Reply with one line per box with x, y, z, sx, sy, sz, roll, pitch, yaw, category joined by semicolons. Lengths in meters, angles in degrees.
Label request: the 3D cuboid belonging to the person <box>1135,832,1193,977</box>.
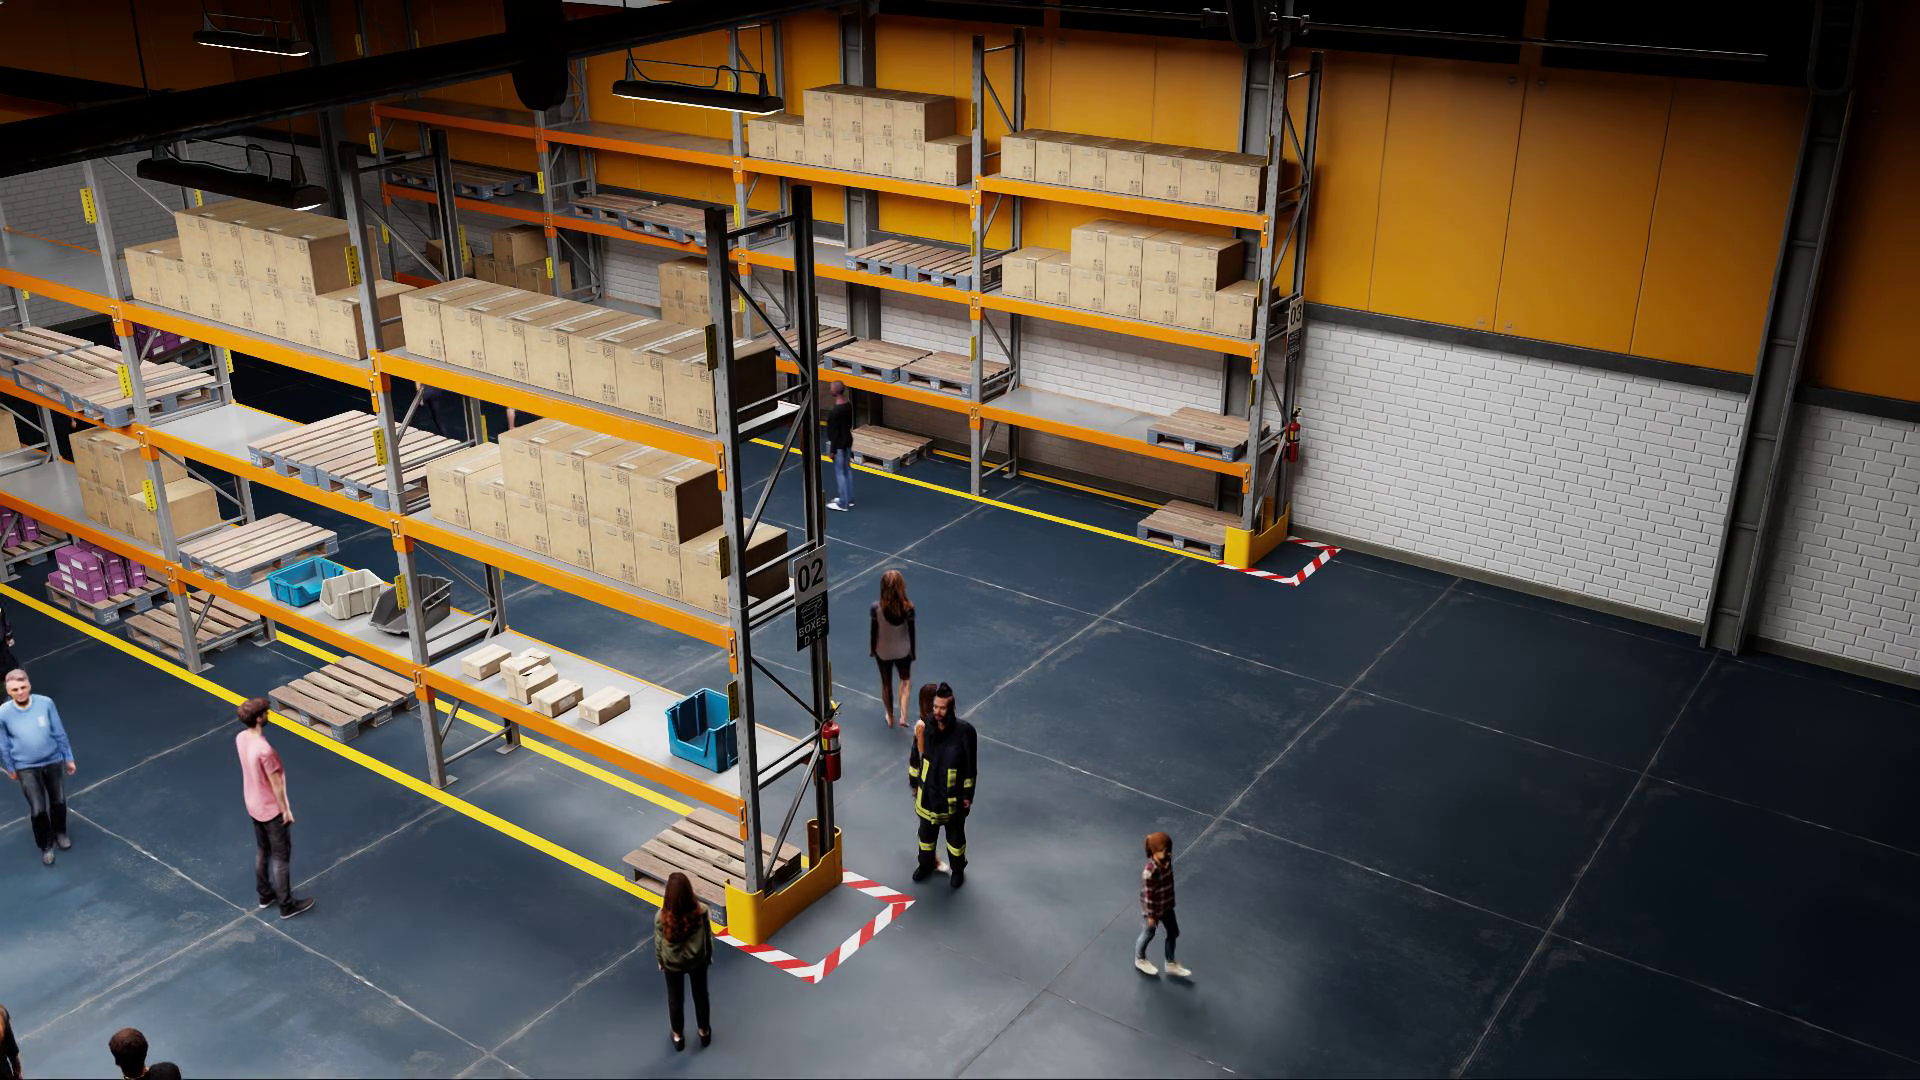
1.488;2.825;13.027;0.691;1.292;0.570;19;30;36;person

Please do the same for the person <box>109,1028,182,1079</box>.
-4.838;3.814;10.110;1.188;1.815;0.764;19;30;37;person

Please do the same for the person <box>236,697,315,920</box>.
-5.699;2.190;13.652;0.500;1.955;0.669;17;29;34;person

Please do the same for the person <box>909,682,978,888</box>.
-0.141;2.054;14.083;0.730;1.860;0.884;8;25;18;person

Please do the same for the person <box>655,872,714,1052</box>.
-2.011;3.082;12.209;0.639;1.476;0.695;-5;24;-10;person

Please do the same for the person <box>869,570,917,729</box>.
-0.659;1.127;16.375;0.852;1.721;0.900;-1;24;-3;person

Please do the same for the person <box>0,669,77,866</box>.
-8.057;1.893;14.522;0.744;1.802;0.798;-20;30;-38;person

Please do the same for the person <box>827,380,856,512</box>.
-1.539;-1.247;21.770;0.596;1.750;0.635;10;26;22;person

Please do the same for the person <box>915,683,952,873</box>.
-0.305;2.015;14.273;0.656;1.778;0.598;16;28;33;person

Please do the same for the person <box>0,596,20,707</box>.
-9.720;1.070;16.581;0.648;1.661;0.700;15;28;31;person
